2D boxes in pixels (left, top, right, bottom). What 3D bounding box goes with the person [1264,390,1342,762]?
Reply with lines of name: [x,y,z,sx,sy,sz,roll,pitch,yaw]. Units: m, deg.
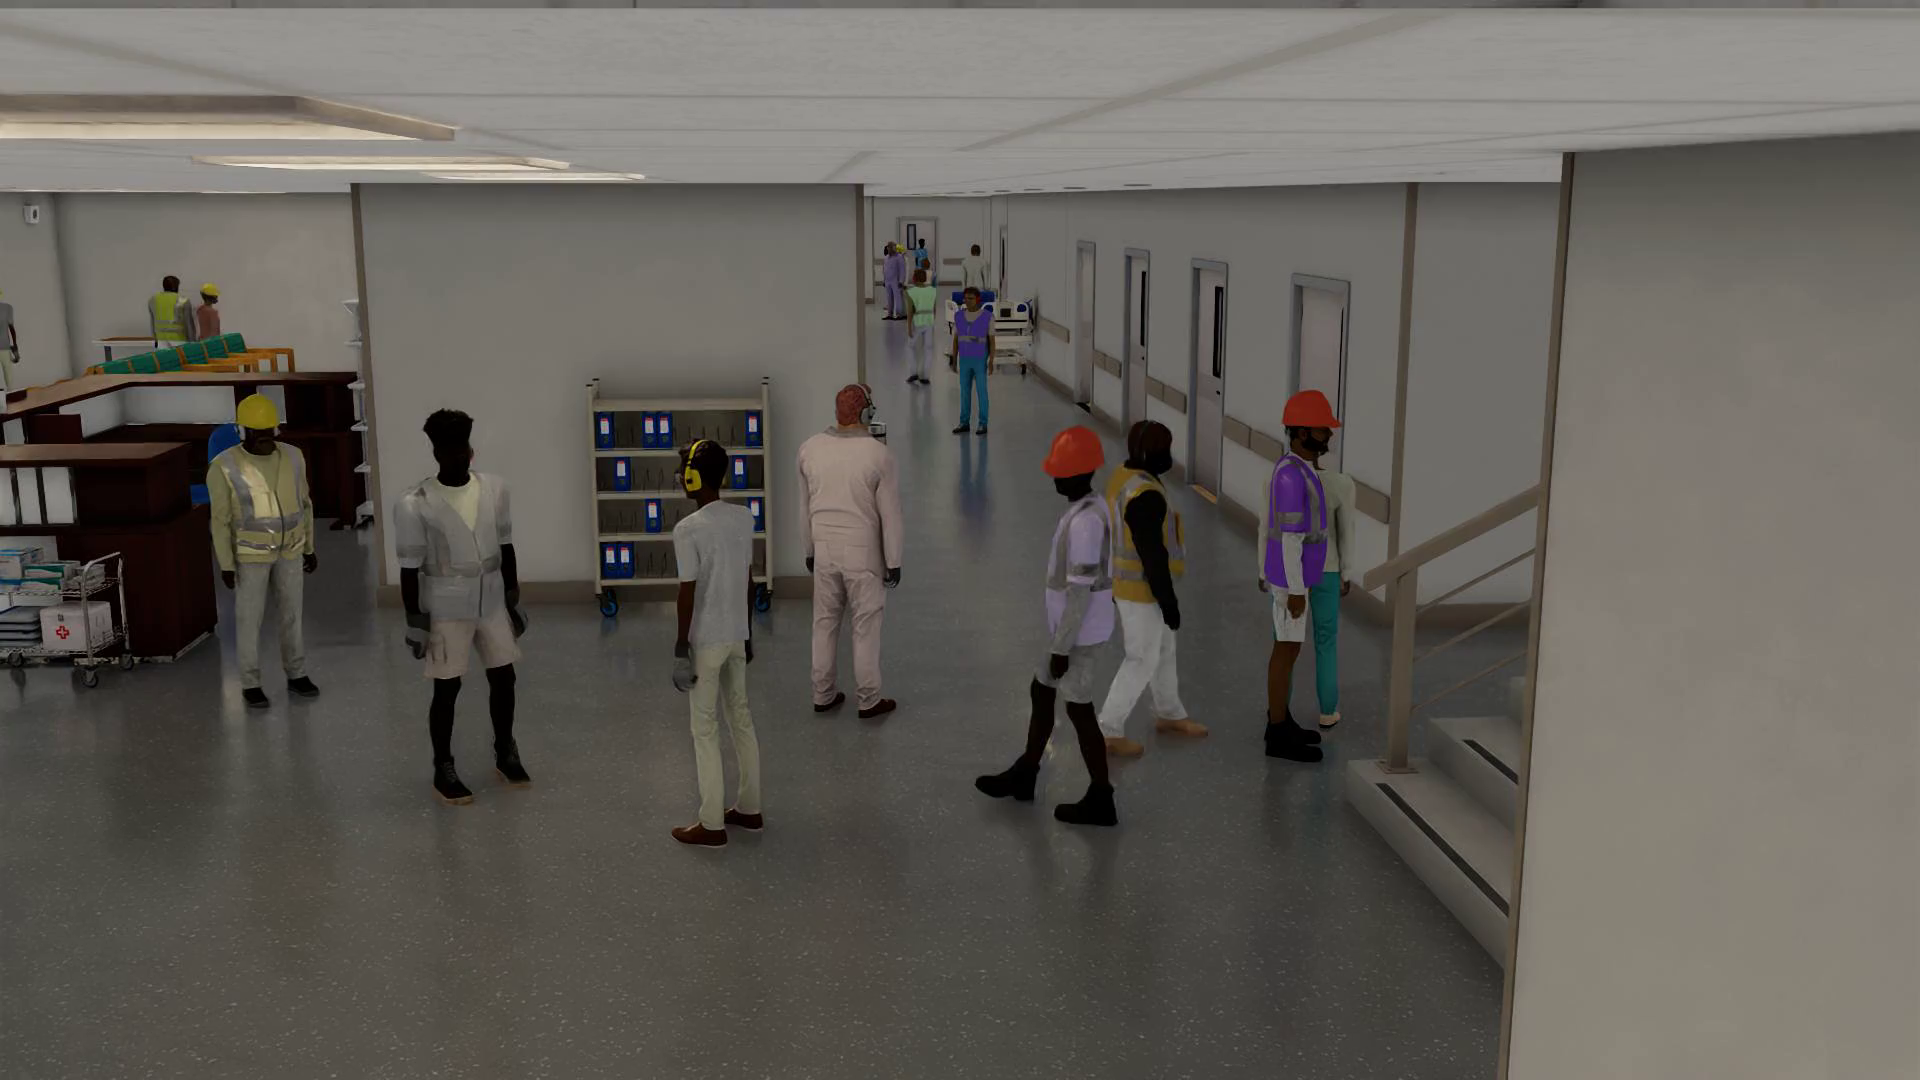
person: [1.782,0.180,8.728,0.362,1.939,0.542,3,12,13]

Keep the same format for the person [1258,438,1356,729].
person: [1.910,0.169,9.208,0.526,1.769,0.328,3,12,13]

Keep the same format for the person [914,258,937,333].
person: [-0.757,-5.388,36.701,0.509,1.629,0.314,-3,12,-13]

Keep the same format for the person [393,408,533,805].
person: [-2.392,0.322,8.025,0.411,1.942,0.621,11,16,42]

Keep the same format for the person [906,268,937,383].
person: [-0.639,-3.421,26.611,0.575,1.822,0.577,-6,13,-26]

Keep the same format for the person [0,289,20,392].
person: [-12.856,-2.536,22.214,0.503,1.861,0.326,-10,15,-40]

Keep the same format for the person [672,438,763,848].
person: [-1.115,0.466,7.537,0.321,1.861,0.516,7,14,32]

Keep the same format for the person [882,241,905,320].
person: [-1.650,-6.305,40.504,0.651,1.906,0.402,11,16,44]

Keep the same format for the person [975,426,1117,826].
person: [0.393,0.405,7.757,0.753,1.891,0.584,1,12,3]

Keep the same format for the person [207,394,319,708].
person: [-4.010,0.059,9.625,0.414,1.823,0.598,10,15,39]

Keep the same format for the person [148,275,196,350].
person: [-11.382,-2.905,24.090,0.628,1.833,0.434,1,12,4]

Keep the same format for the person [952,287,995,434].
person: [0.177,-2.250,20.847,0.571,1.840,0.373,6,13,27]

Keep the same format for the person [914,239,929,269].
person: [-1.216,-8.689,52.663,0.537,1.695,0.320,-10,15,-40]

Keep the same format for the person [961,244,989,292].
person: [0.343,-5.596,36.970,0.627,1.935,0.371,4,12,18]

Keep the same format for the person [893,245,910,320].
person: [-1.448,-6.314,40.762,0.403,1.822,0.599,-5,13,-25]

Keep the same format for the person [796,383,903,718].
person: [-0.599,0.066,9.402,0.650,1.901,0.399,5,13,25]

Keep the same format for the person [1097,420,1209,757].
person: [1.001,0.259,8.743,0.682,1.794,0.659,-1,12,-3]
